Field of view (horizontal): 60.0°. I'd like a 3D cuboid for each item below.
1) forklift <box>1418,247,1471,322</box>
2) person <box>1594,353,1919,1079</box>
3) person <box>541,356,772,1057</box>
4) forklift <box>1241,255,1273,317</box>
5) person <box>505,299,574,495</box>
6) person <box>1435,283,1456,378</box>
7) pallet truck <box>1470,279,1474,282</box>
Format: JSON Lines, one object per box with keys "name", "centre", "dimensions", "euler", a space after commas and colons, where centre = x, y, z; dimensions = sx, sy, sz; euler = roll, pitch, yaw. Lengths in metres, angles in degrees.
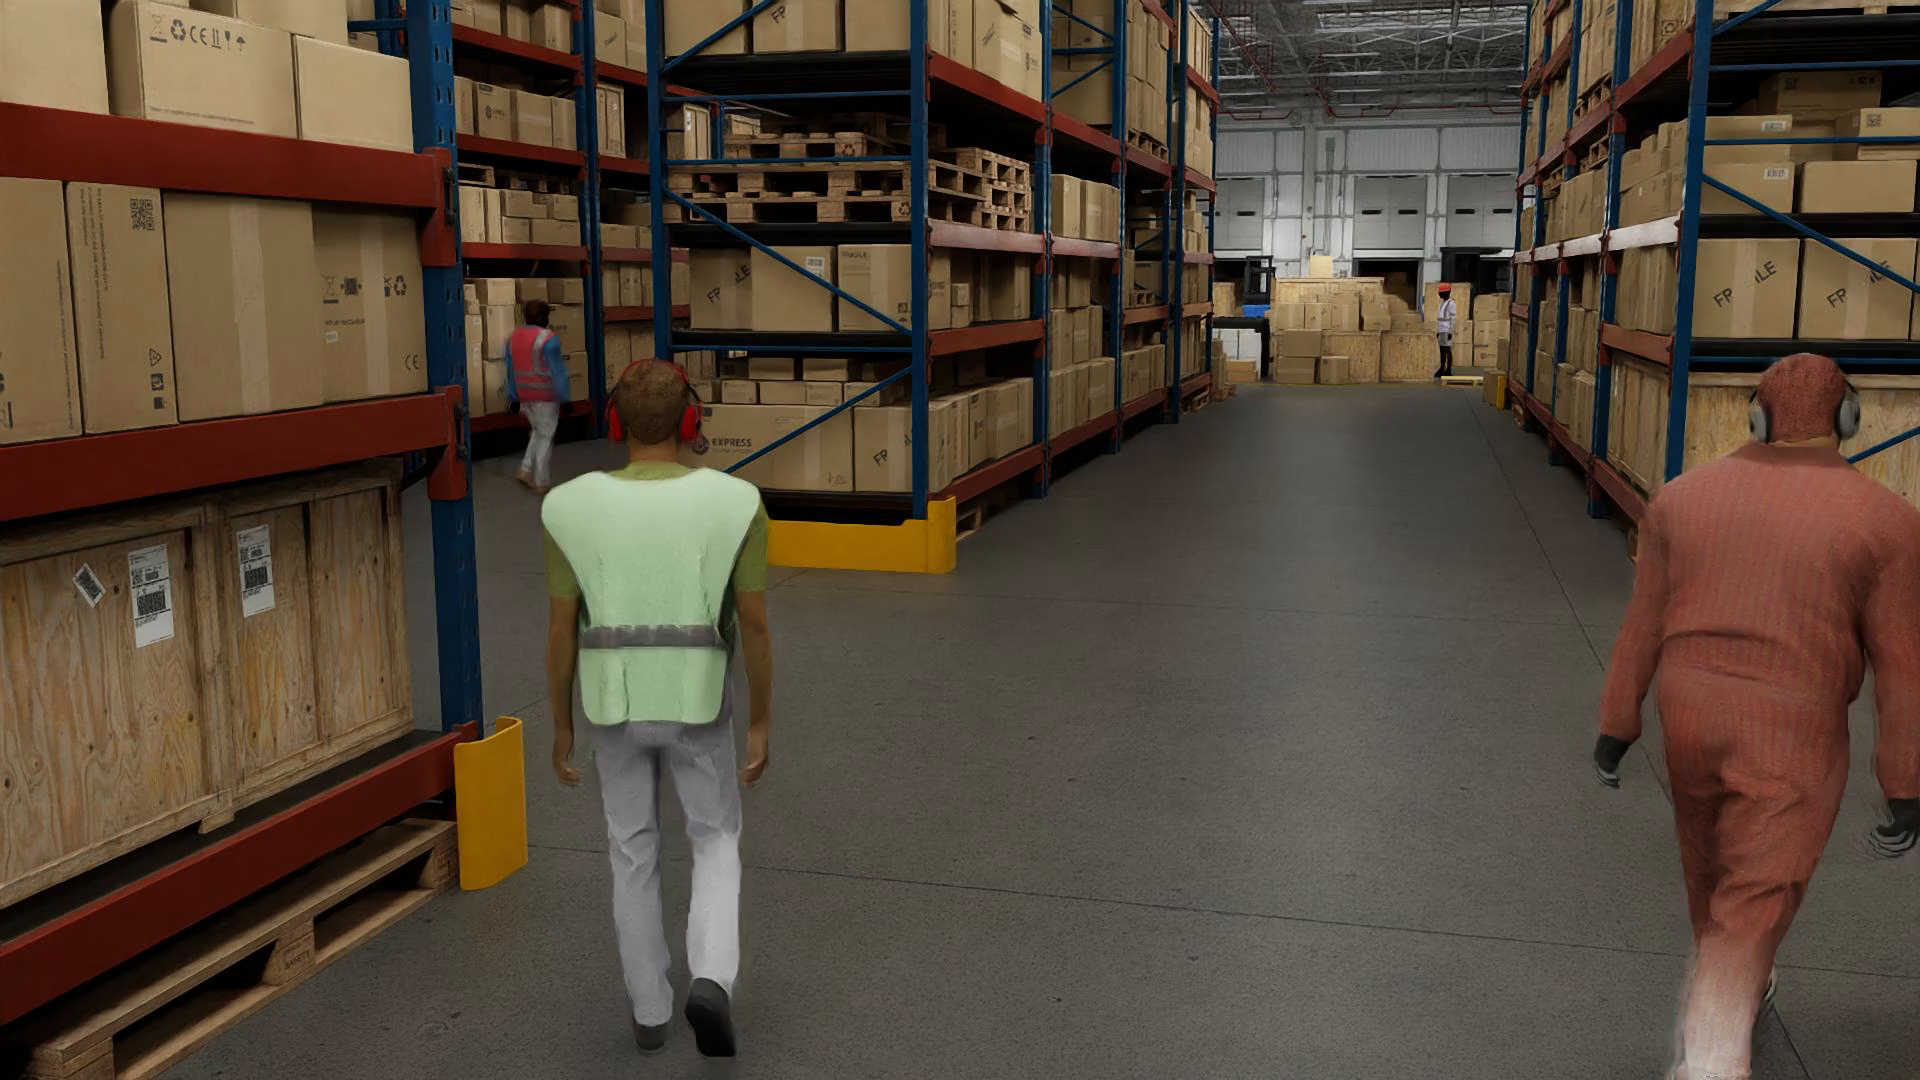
{"name": "forklift", "centre": [12.741, -6.162, 42.924], "dimensions": [1.129, 2.768, 1.873], "euler": [-7, 11, -38]}
{"name": "person", "centre": [1.960, 0.483, 4.021], "dimensions": [1.031, 1.836, 0.731], "euler": [-7, 11, -38]}
{"name": "person", "centre": [-0.763, 0.453, 4.233], "dimensions": [0.565, 1.831, 0.525], "euler": [-1, 9, -9]}
{"name": "forklift", "centre": [10.551, -8.662, 58.805], "dimensions": [1.129, 2.768, 1.873], "euler": [2, 9, 15]}
{"name": "person", "centre": [-3.900, -1.322, 15.513], "dimensions": [0.629, 1.828, 0.449], "euler": [7, 11, 37]}
{"name": "person", "centre": [9.878, -4.272, 33.920], "dimensions": [0.376, 1.933, 0.544], "euler": [-2, 9, -11]}
{"name": "pallet truck", "centre": [18.896, -8.459, 60.307], "dimensions": [1.885, 1.965, 0.823], "euler": [5, 10, 31]}
